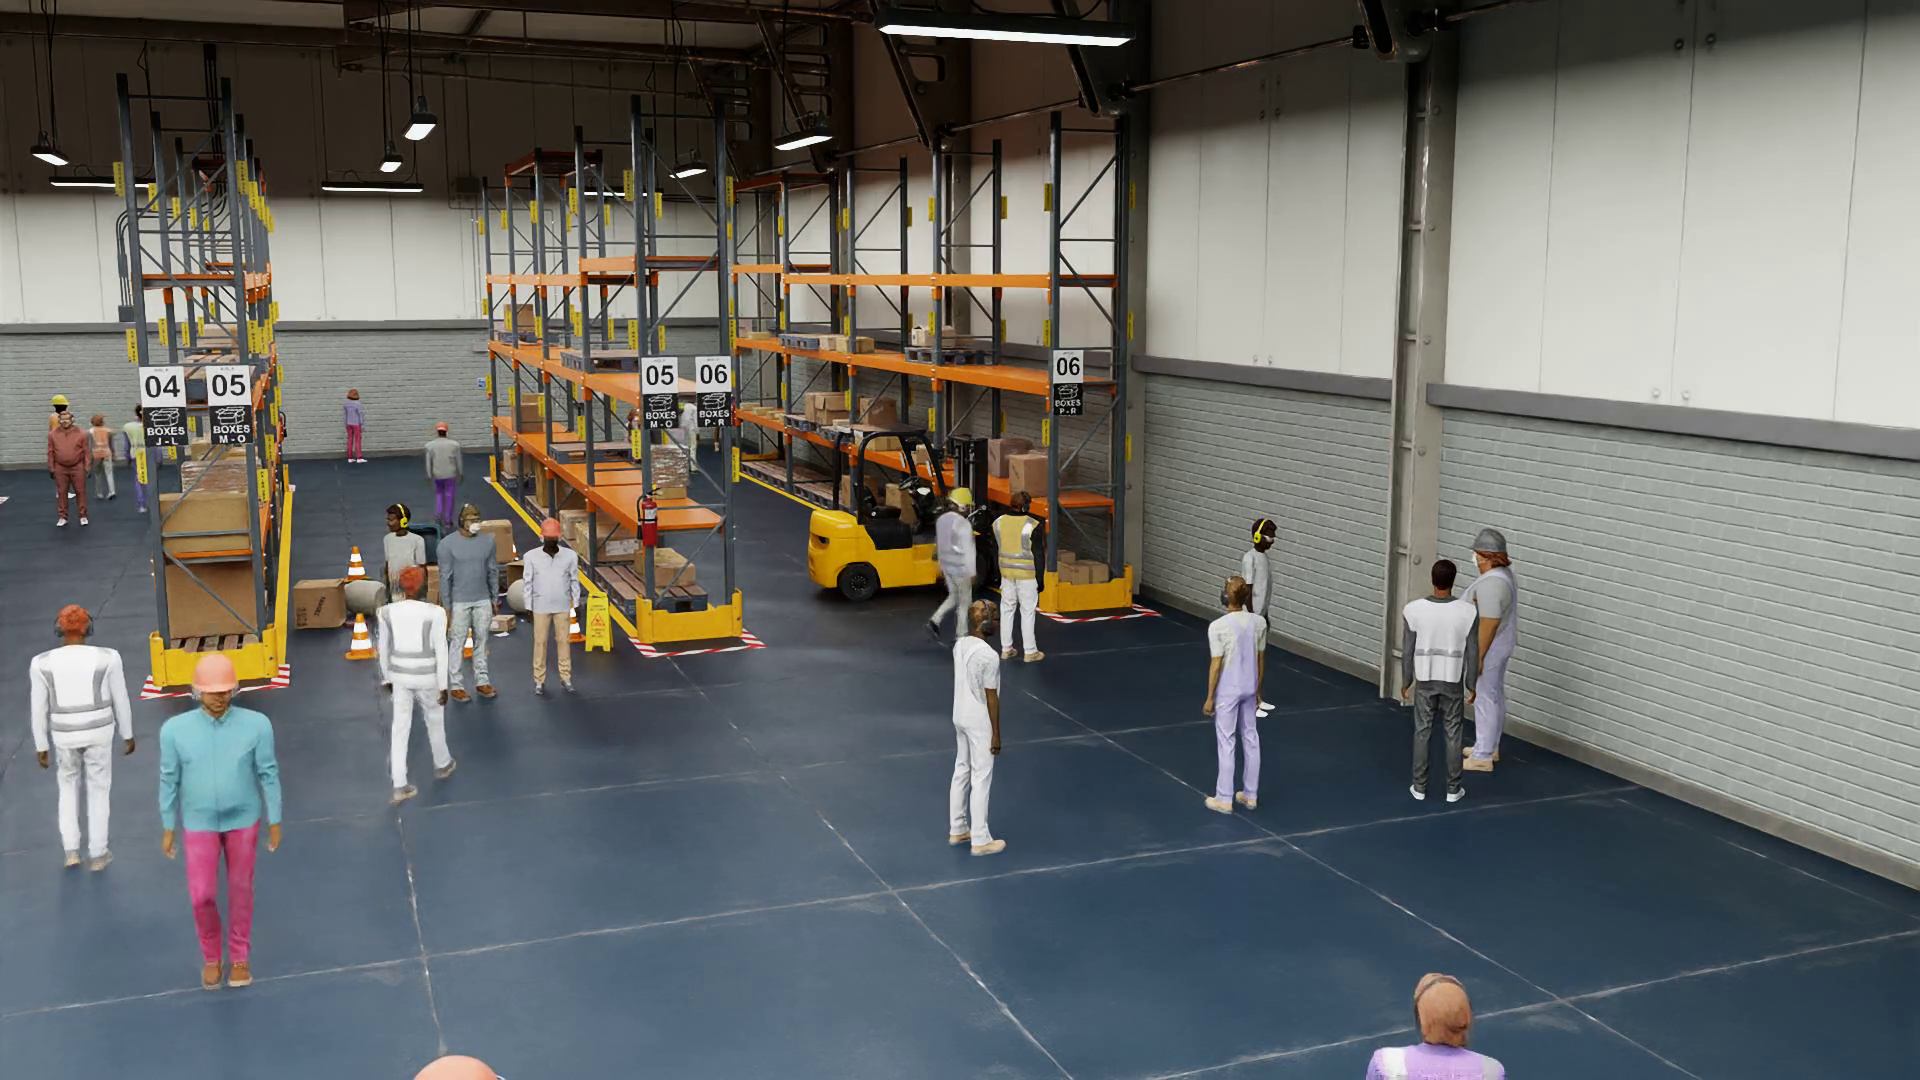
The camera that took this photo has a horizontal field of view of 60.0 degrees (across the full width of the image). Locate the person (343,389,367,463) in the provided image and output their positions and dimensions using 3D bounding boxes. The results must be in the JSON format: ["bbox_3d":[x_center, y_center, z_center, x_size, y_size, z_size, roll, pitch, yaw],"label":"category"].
[{"bbox_3d":[-13.401,-2.524,36.810,0.503,1.631,0.282,3,10,21],"label":"person"}]

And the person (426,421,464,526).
[{"bbox_3d":[-8.518,-1.102,27.561,0.568,1.727,0.594,0,9,-2],"label":"person"}]

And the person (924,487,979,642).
[{"bbox_3d":[-0.066,0.311,18.455,0.520,1.802,0.597,-6,11,-33],"label":"person"}]

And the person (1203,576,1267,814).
[{"bbox_3d":[2.112,1.185,12.800,0.506,1.847,0.345,-4,10,-23],"label":"person"}]

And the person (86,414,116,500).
[{"bbox_3d":[-15.831,-1.527,30.693,0.526,1.587,0.841,-7,12,-38],"label":"person"}]

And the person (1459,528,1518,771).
[{"bbox_3d":[4.367,0.905,13.952,0.536,2.000,0.676,5,10,29],"label":"person"}]

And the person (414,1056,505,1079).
[{"bbox_3d":[-1.373,2.396,4.719,0.623,1.989,0.400,6,11,35],"label":"person"}]

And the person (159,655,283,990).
[{"bbox_3d":[-4.241,1.629,9.576,0.651,1.977,0.477,-5,10,-27],"label":"person"}]

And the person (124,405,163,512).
[{"bbox_3d":[-14.393,-1.453,29.341,0.609,1.863,0.993,-3,9,-16],"label":"person"}]

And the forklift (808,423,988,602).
[{"bbox_3d":[-0.830,-0.399,21.676,2.313,2.155,1.214,-4,10,-21],"label":"forklift"}]

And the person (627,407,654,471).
[{"bbox_3d":[-5.426,-1.420,28.624,0.648,2.022,0.641,-3,10,-20],"label":"person"}]

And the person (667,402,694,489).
[{"bbox_3d":[-5.478,-1.871,32.343,0.541,1.750,0.601,-7,11,-36],"label":"person"}]

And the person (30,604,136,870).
[{"bbox_3d":[-6.085,1.366,11.574,0.594,1.876,0.421,-3,9,-16],"label":"person"}]

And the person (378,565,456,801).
[{"bbox_3d":[-4.365,1.109,13.334,0.598,1.832,0.980,1,9,3],"label":"person"}]

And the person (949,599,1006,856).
[{"bbox_3d":[0.127,1.331,11.928,0.350,1.837,0.502,-6,11,-33],"label":"person"}]

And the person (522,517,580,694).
[{"bbox_3d":[-4.044,0.642,16.494,0.561,1.755,0.322,-3,10,-21],"label":"person"}]

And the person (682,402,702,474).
[{"bbox_3d":[-5.633,-2.269,34.827,0.564,1.753,0.336,8,12,41],"label":"person"}]

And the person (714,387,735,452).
[{"bbox_3d":[-5.559,-3.081,39.032,0.605,2.045,0.377,-3,10,-21],"label":"person"}]

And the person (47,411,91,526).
[{"bbox_3d":[-14.720,-1.181,27.499,0.638,1.910,0.407,-3,10,-21],"label":"person"}]

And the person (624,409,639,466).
[{"bbox_3d":[-6.150,-1.671,31.444,0.280,1.631,0.504,5,10,28],"label":"person"}]

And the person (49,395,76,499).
[{"bbox_3d":[-16.703,-1.734,30.917,0.384,1.928,0.588,-3,9,-17],"label":"person"}]

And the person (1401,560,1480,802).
[{"bbox_3d":[3.765,1.106,13.071,0.587,1.920,0.392,3,9,18],"label":"person"}]

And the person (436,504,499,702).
[{"bbox_3d":[-4.770,0.604,16.210,0.376,1.935,0.629,9,13,44],"label":"person"}]

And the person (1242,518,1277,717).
[{"bbox_3d":[2.814,0.722,15.674,0.329,1.861,0.516,4,10,24],"label":"person"}]

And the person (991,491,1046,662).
[{"bbox_3d":[0.650,0.386,17.847,0.630,1.843,0.429,6,11,32],"label":"person"}]

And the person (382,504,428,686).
[{"bbox_3d":[-5.564,0.561,16.677,0.519,1.865,0.335,4,10,21],"label":"person"}]

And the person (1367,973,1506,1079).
[{"bbox_3d":[1.713,2.377,6.060,0.518,1.603,0.825,0,9,-2],"label":"person"}]
